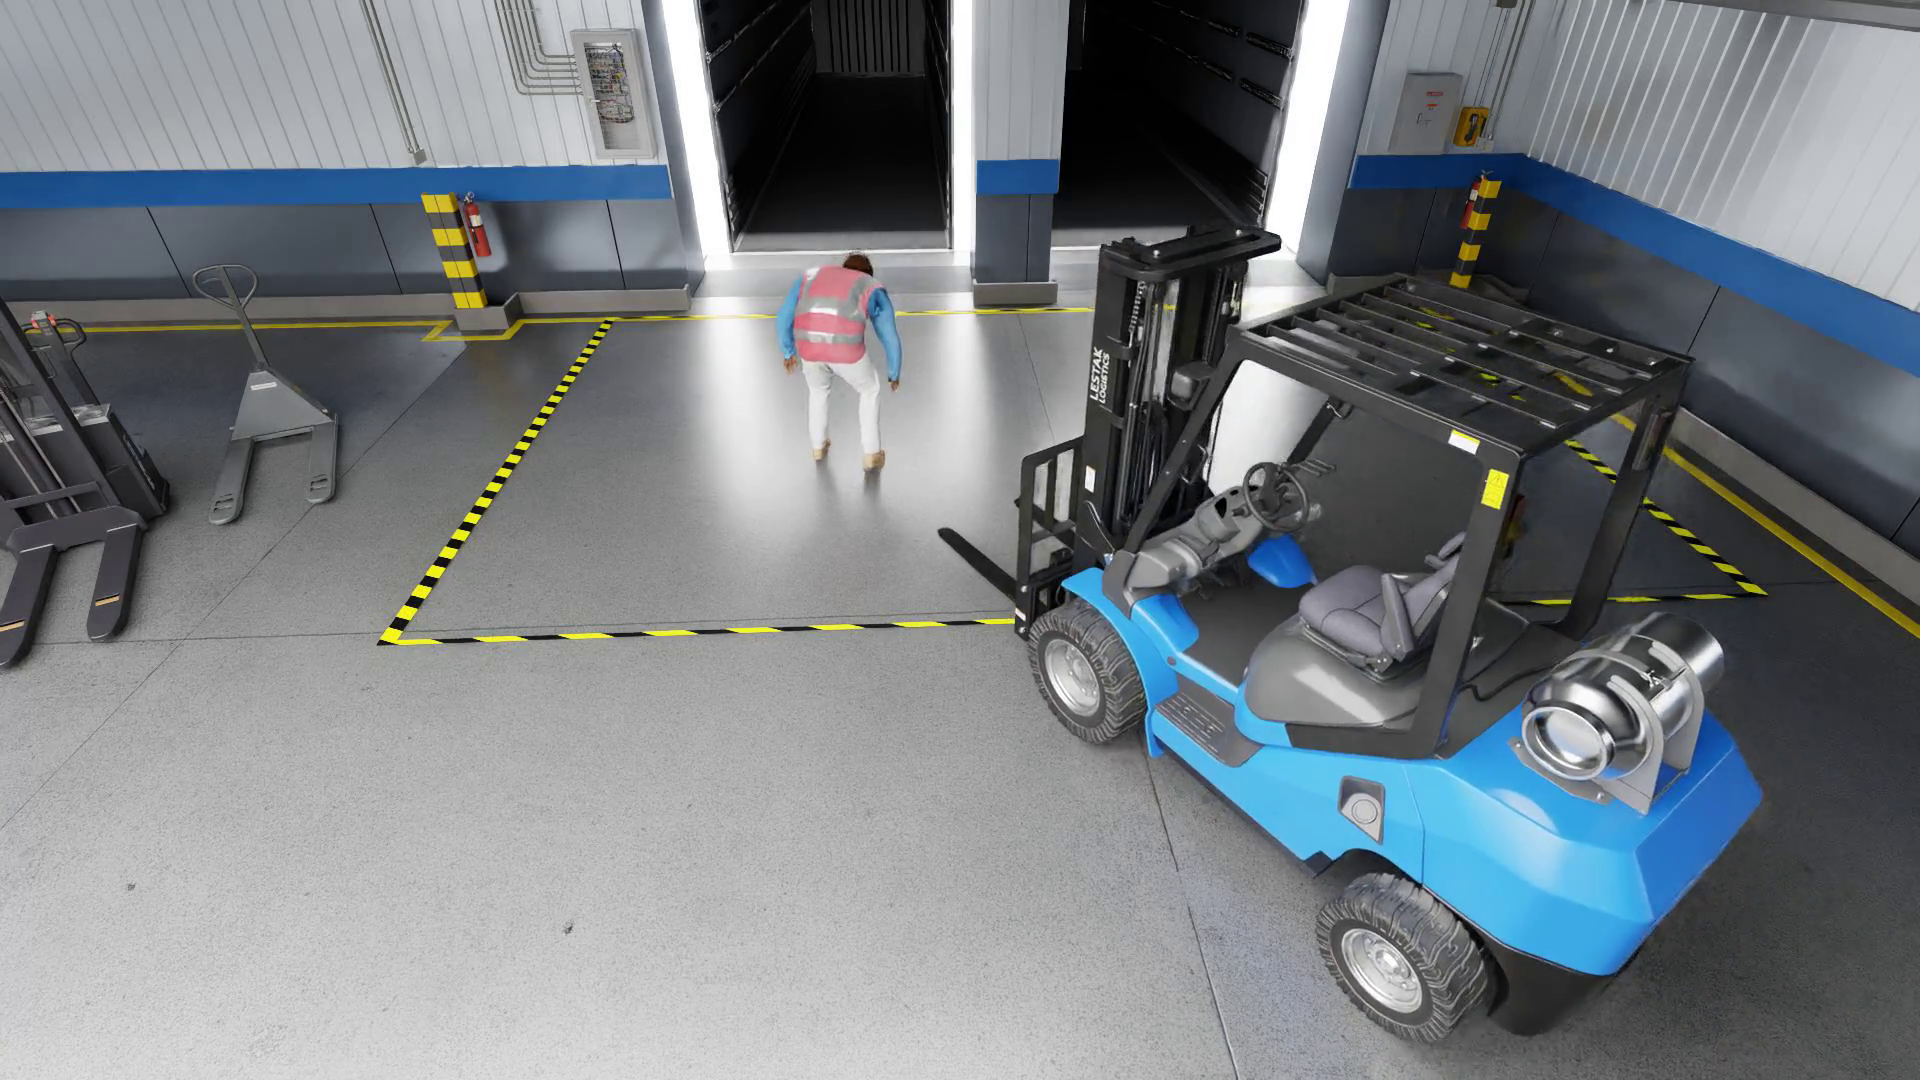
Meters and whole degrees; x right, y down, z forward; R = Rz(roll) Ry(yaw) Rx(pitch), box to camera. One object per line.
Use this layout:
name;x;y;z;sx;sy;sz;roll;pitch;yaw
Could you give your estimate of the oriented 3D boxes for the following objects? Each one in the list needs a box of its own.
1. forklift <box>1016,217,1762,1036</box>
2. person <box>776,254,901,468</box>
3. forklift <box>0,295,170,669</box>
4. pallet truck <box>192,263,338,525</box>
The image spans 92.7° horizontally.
forklift;1.494;0.117;3.511;1.157;2.036;2.680;-22;40;-28
person;-0.814;-1.224;6.354;0.852;1.325;0.911;7;35;10
forklift;-5.212;-0.618;4.878;0.823;1.965;1.885;-20;39;-26
pallet truck;-4.778;-1.027;6.128;0.680;1.201;1.601;-17;38;-23
